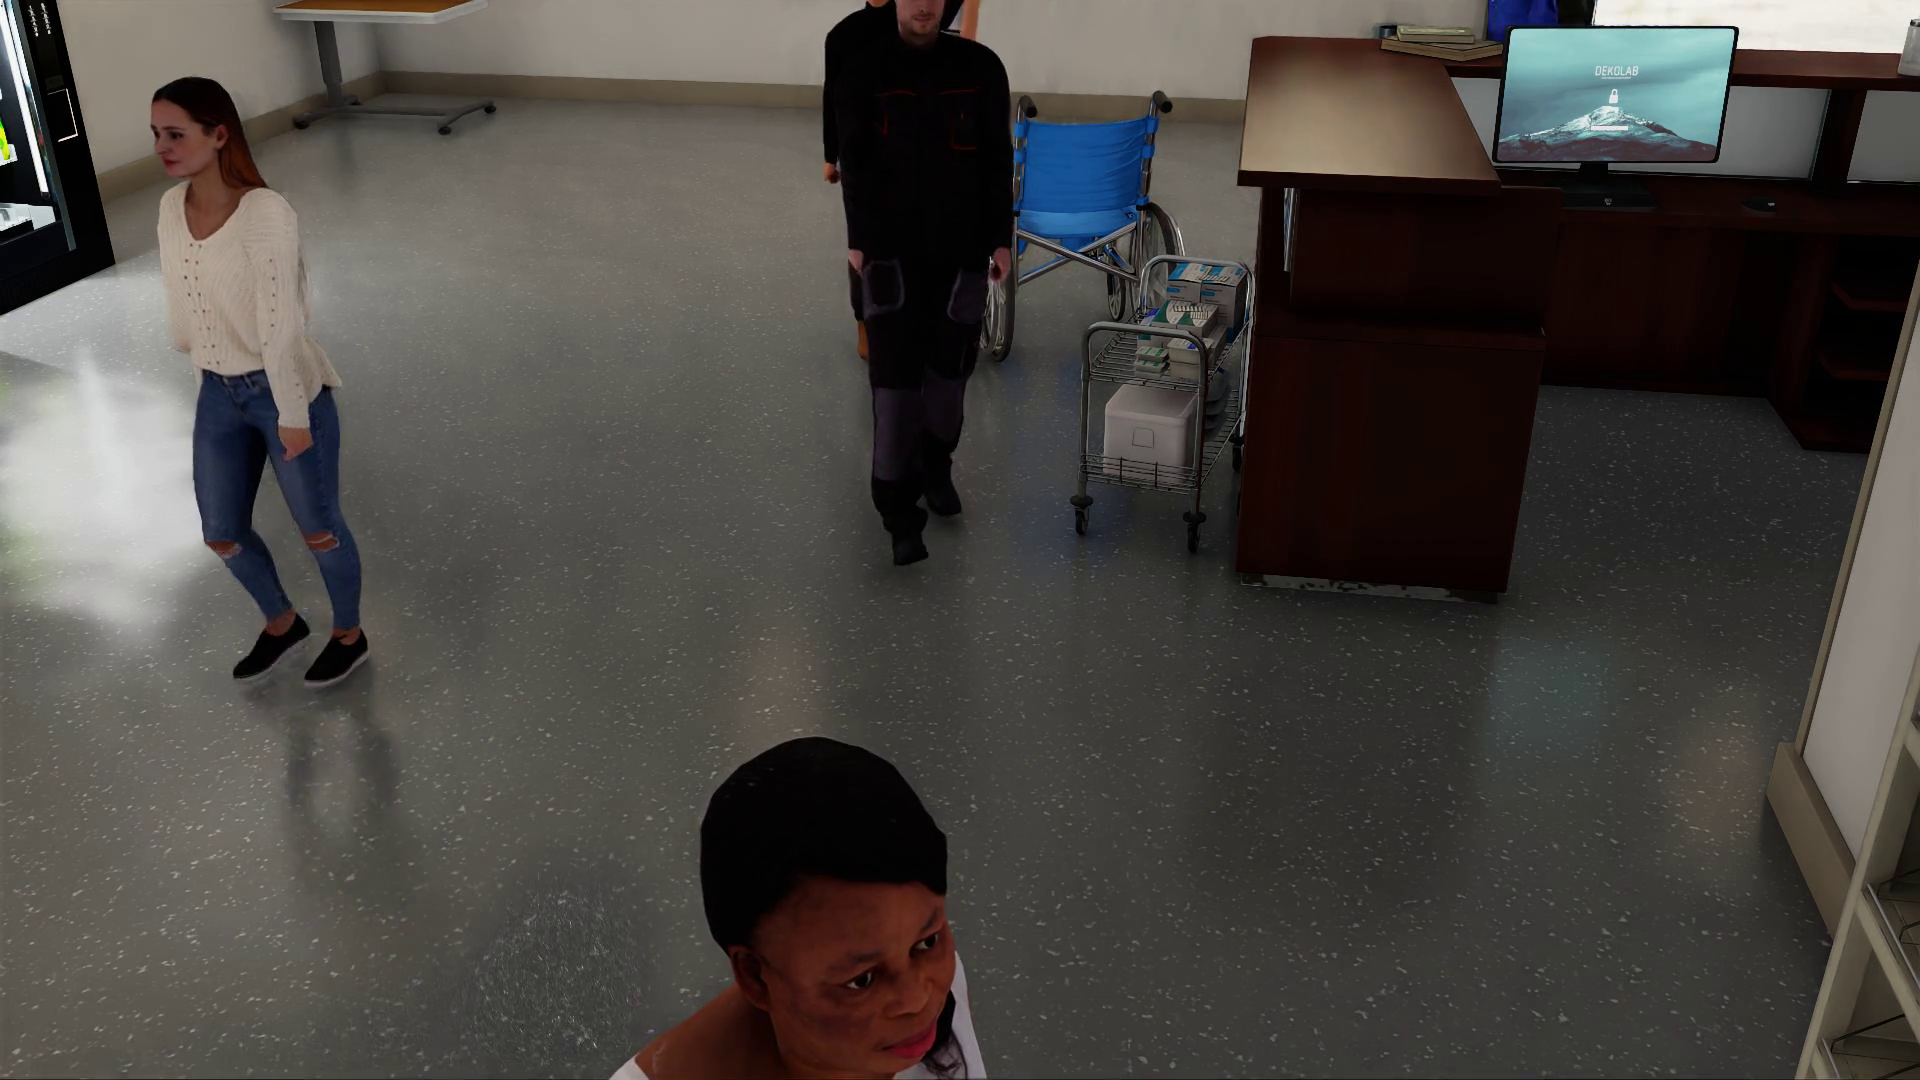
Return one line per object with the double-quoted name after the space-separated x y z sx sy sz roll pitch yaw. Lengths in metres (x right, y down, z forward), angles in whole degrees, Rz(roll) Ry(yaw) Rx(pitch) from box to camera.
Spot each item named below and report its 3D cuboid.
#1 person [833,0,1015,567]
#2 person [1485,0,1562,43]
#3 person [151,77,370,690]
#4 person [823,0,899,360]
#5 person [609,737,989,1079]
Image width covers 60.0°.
-0.123 -0.916 5.316 0.960 1.875 1.188 -6 26 -12 "person"
2.992 -2.509 8.709 1.135 1.798 1.150 -9 27 -17 "person"
-1.793 -0.389 4.451 0.674 1.679 0.640 9 27 18 "person"
-0.317 -1.683 7.097 0.781 1.711 1.032 0 26 1 "person"
-0.111 0.938 1.688 0.816 1.688 0.703 19 31 34 "person"
